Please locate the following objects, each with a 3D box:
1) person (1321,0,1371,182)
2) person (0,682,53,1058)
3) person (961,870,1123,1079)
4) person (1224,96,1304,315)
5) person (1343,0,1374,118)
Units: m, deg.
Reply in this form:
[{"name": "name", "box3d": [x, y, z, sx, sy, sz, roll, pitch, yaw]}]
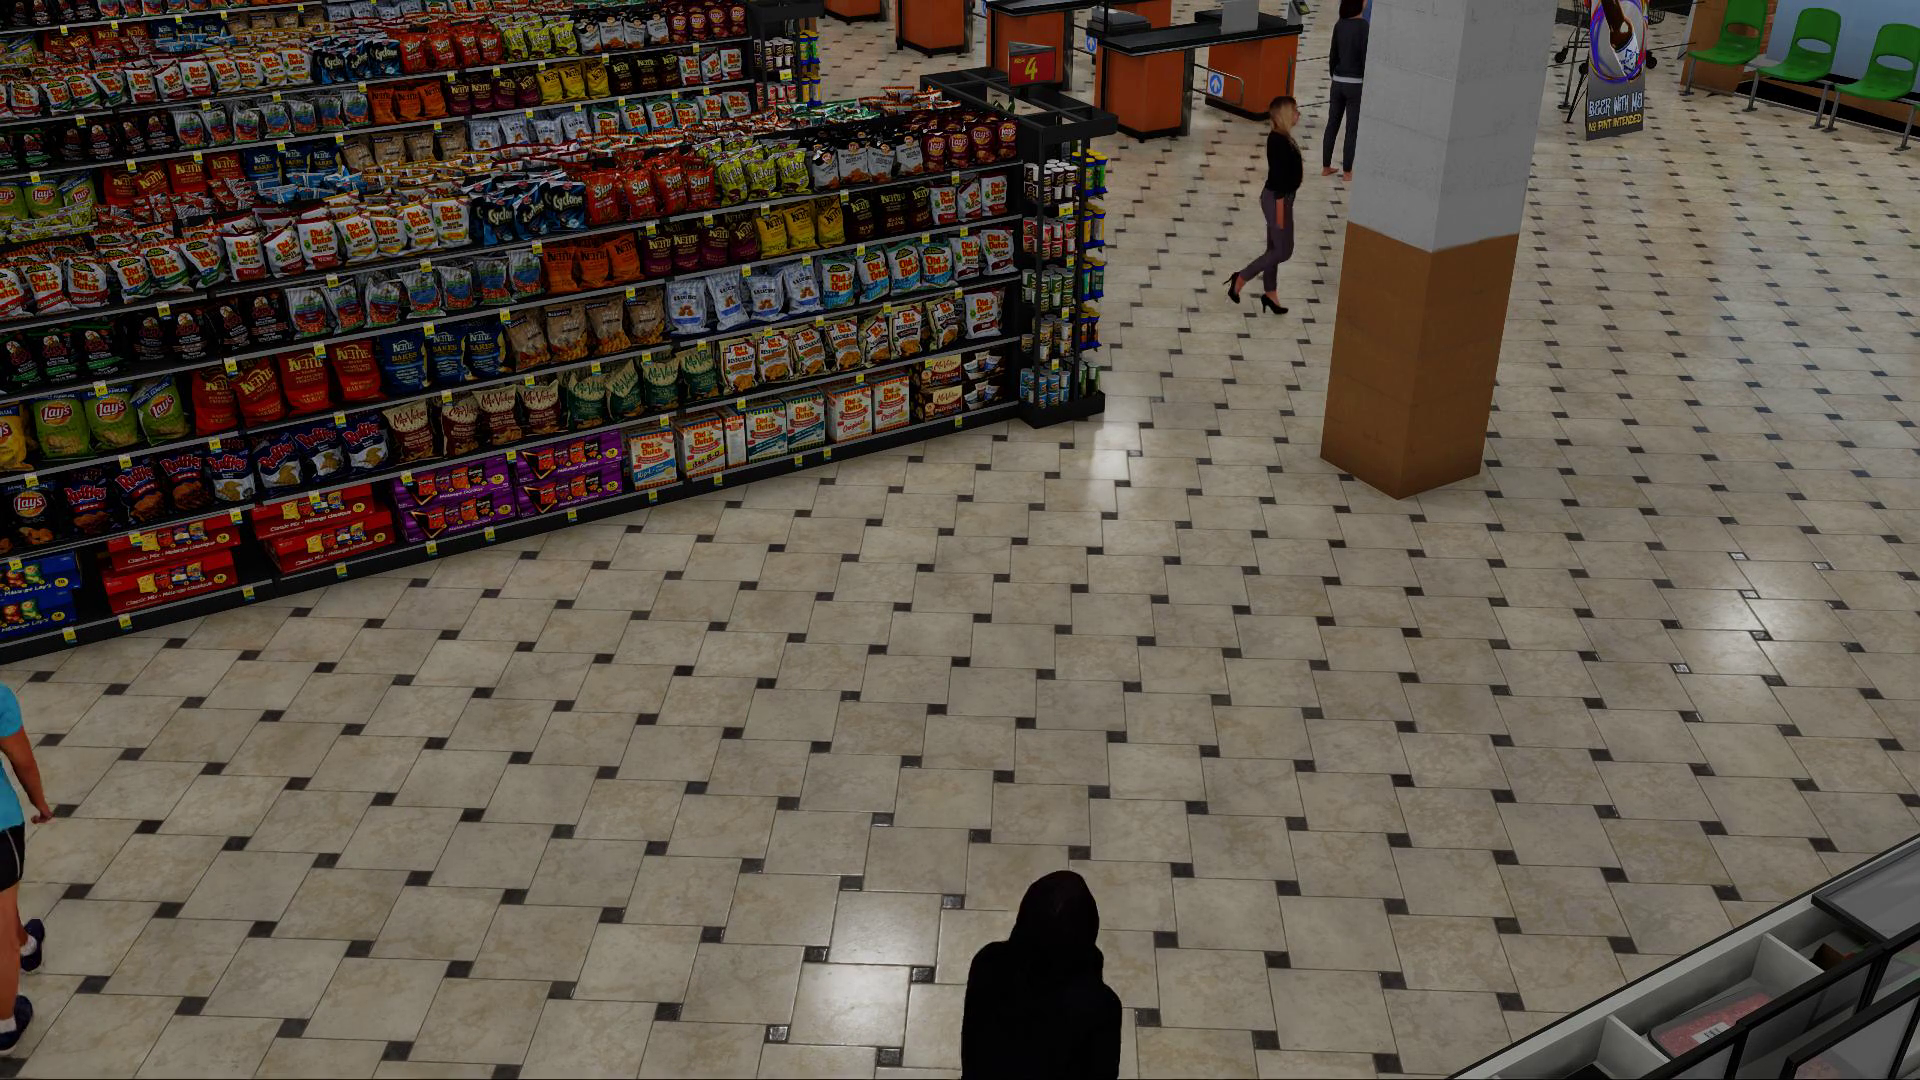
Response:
[{"name": "person", "box3d": [3.644, -4.279, 15.593, 0.597, 1.770, 0.654, -24, 36, -36]}, {"name": "person", "box3d": [-3.482, 1.069, 5.828, 0.946, 1.741, 0.875, -7, 29, -13]}, {"name": "person", "box3d": [0.198, 1.698, 4.829, 0.957, 1.594, 1.028, 8, 30, 15]}, {"name": "person", "box3d": [2.271, -2.457, 12.370, 0.879, 1.662, 0.801, 2, 29, 4]}, {"name": "person", "box3d": [4.245, -5.376, 17.480, 0.742, 1.887, 0.804, 7, 29, 13]}]
